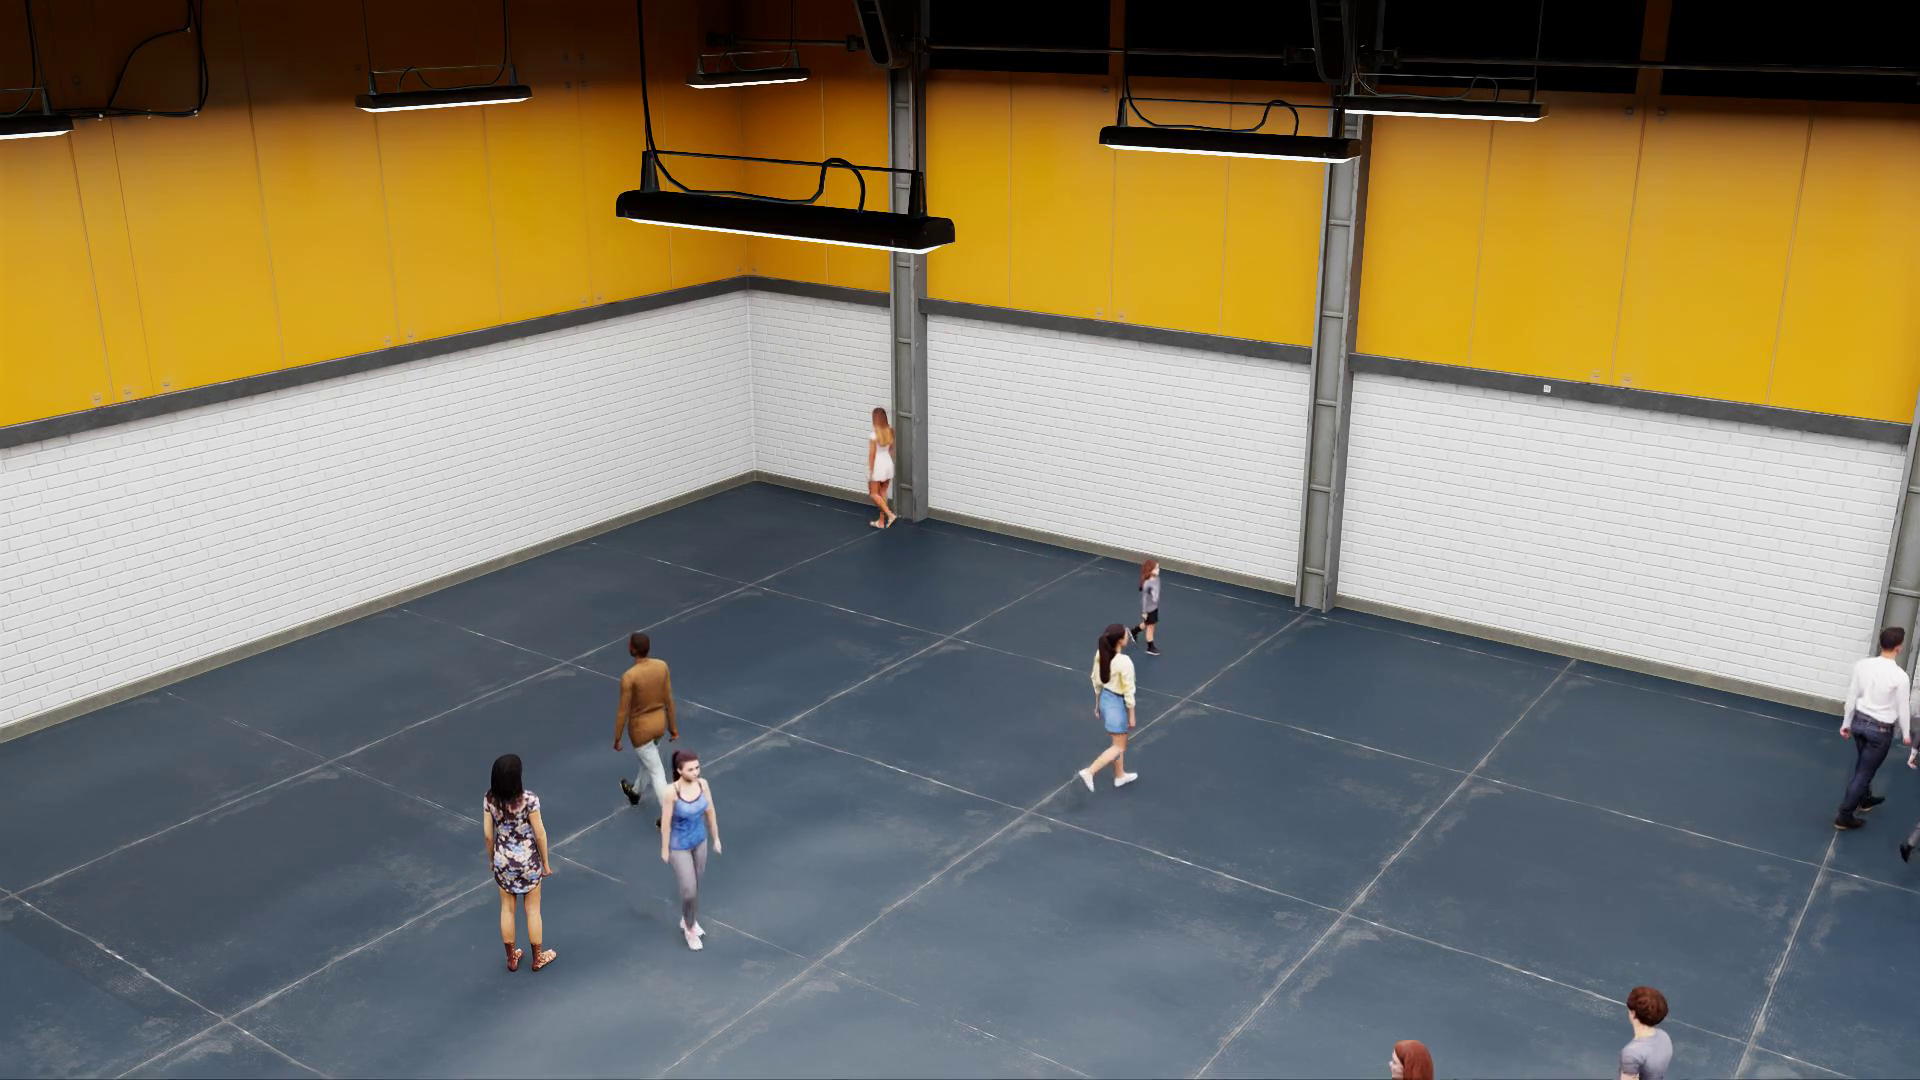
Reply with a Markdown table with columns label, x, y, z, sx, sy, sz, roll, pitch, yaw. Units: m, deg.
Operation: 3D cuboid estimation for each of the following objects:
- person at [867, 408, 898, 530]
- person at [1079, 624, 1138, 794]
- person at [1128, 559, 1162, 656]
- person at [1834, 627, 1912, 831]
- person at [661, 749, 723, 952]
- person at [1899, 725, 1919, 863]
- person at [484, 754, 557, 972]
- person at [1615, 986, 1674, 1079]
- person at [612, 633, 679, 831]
| label | x | y | z | sx | sy | sz | roll | pitch | yaw |
| --- | --- | --- | --- | --- | --- | --- | --- | --- | --- |
| person | -1.005 | -0.923 | 22.223 | 0.677 | 1.682 | 0.883 | -17 | 25 | -40 |
| person | 1.347 | 1.552 | 14.986 | 0.918 | 1.611 | 1.005 | -13 | 22 | -33 |
| person | 2.046 | 0.709 | 18.290 | 0.658 | 1.100 | 0.468 | 12 | 22 | 32 |
| person | 7.794 | 1.652 | 14.318 | 0.988 | 1.847 | 1.018 | -7 | 20 | -21 |
| person | -2.122 | 2.315 | 12.742 | 0.648 | 1.597 | 0.721 | -17 | 25 | -41 |
| person | 8.077 | 1.885 | 13.763 | 0.918 | 1.760 | 1.042 | -14 | 23 | -36 |
| person | -3.287 | 2.386 | 12.318 | 0.604 | 1.733 | 0.732 | 2 | 19 | 6 |
| person | 3.974 | 3.385 | 9.548 | 0.946 | 1.607 | 1.257 | -10 | 21 | -28 |
| person | -2.620 | 1.692 | 14.315 | 1.181 | 1.774 | 0.762 | 17 | 25 | 41 |
